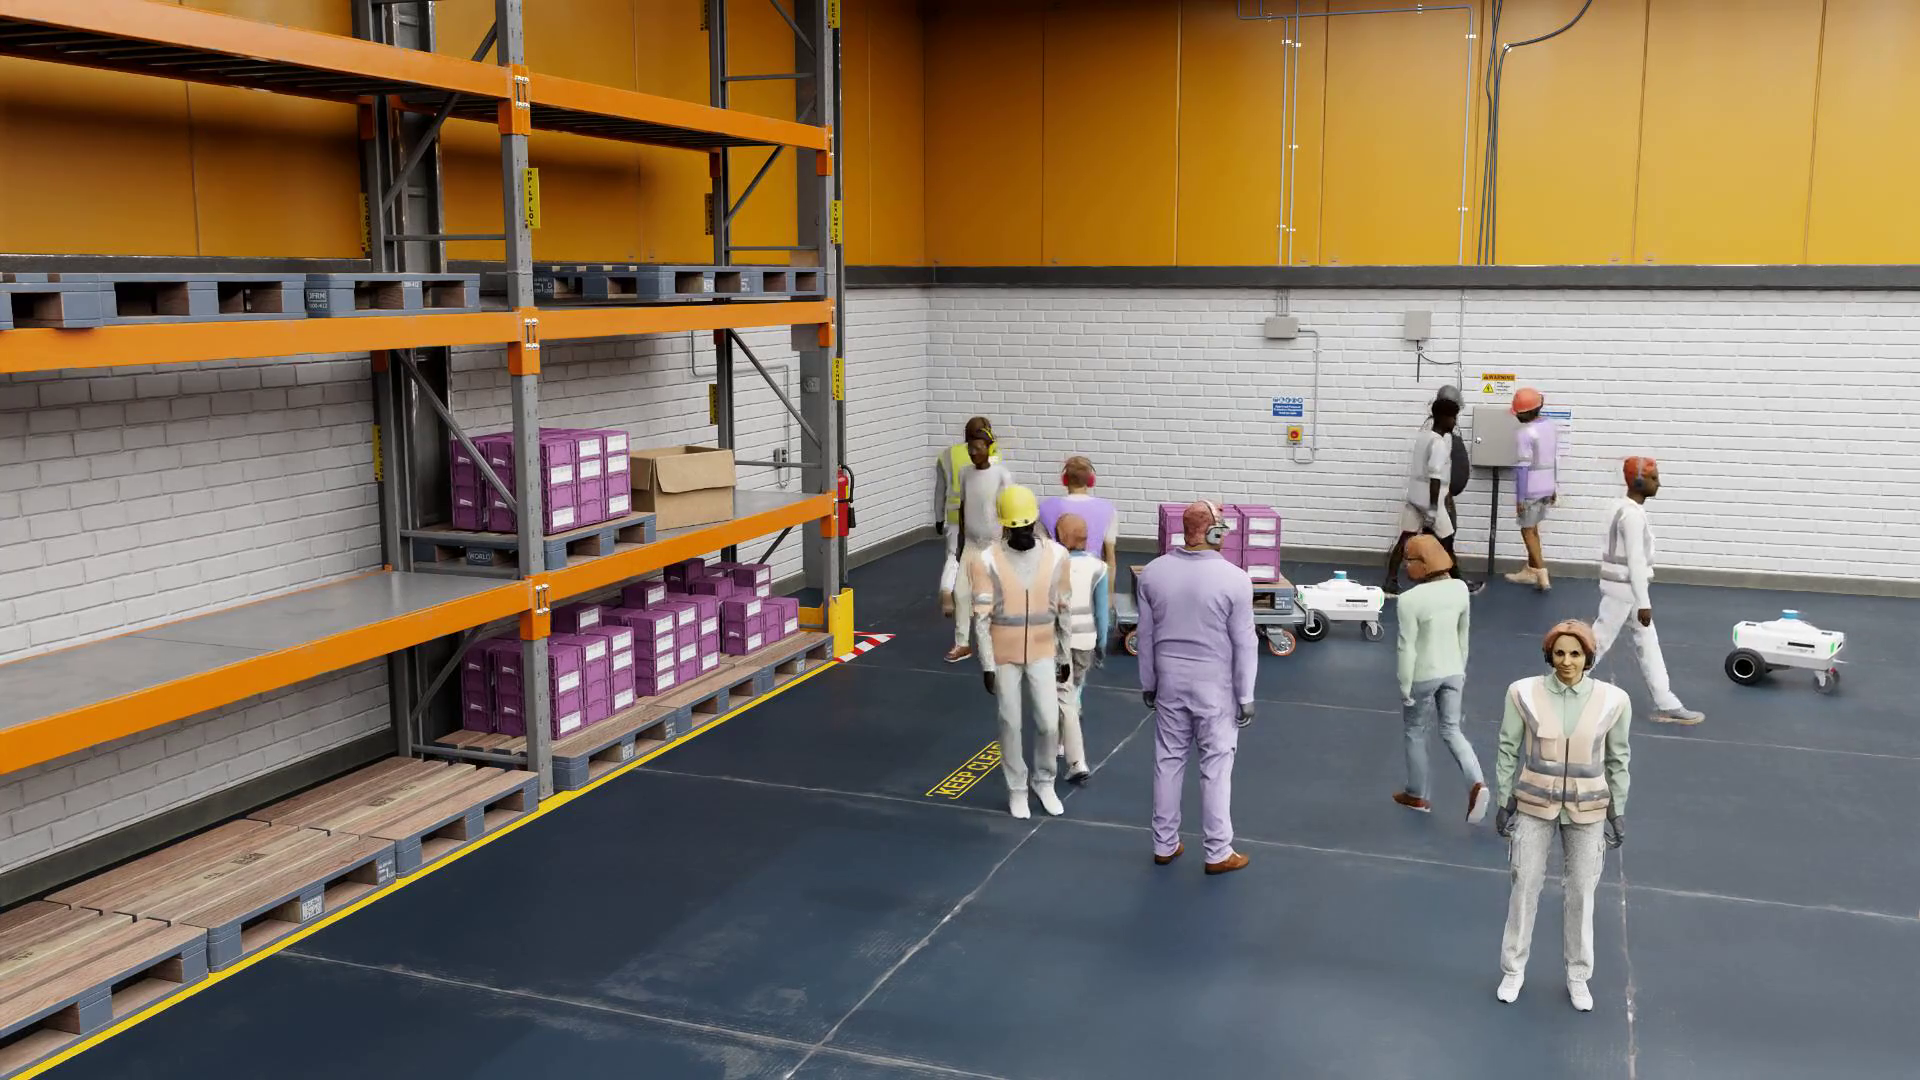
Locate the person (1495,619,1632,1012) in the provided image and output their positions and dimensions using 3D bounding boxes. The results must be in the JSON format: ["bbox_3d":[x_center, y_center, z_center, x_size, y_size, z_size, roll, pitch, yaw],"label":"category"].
[{"bbox_3d":[2.483,1.130,6.878,0.523,1.638,0.311,3,9,17],"label":"person"}]

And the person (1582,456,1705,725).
[{"bbox_3d":[4.507,0.346,11.236,1.013,1.831,0.588,3,10,21],"label":"person"}]

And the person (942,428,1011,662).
[{"bbox_3d":[0.119,0.055,12.968,0.567,1.845,0.740,5,11,31],"label":"person"}]

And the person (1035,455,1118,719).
[{"bbox_3d":[0.788,0.319,11.484,0.588,1.803,0.959,-1,9,-7],"label":"person"}]

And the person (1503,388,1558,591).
[{"bbox_3d":[5.528,-0.483,16.016,0.688,1.977,0.671,-7,11,-37],"label":"person"}]

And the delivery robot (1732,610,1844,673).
[{"bbox_3d":[6.121,0.761,12.297,0.707,0.478,0.477,7,11,37],"label":"delivery robot"}]

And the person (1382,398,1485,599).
[{"bbox_3d":[4.420,-0.373,15.517,1.024,1.897,0.600,-2,9,-11],"label":"person"}]

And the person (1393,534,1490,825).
[{"bbox_3d":[2.664,0.771,9.206,0.517,1.608,0.680,-4,10,-21],"label":"person"}]

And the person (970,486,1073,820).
[{"bbox_3d":[0.344,0.631,9.207,0.592,1.897,0.498,-2,9,-9],"label":"person"}]

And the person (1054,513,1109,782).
[{"bbox_3d":[0.668,0.636,10.142,0.511,1.594,0.889,-3,10,-18],"label":"person"}]

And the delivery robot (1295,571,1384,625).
[{"bbox_3d":[3.174,0.504,13.911,0.707,0.478,0.477,1,9,6],"label":"delivery robot"}]

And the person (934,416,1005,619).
[{"bbox_3d":[0.071,-0.176,14.556,0.651,1.814,0.692,3,9,17],"label":"person"}]

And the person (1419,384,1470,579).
[{"bbox_3d":[4.699,-0.564,16.256,0.543,2.000,0.699,4,10,25],"label":"person"}]

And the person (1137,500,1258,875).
[{"bbox_3d":[1.223,0.742,8.487,0.646,1.904,0.401,6,11,35],"label":"person"}]
